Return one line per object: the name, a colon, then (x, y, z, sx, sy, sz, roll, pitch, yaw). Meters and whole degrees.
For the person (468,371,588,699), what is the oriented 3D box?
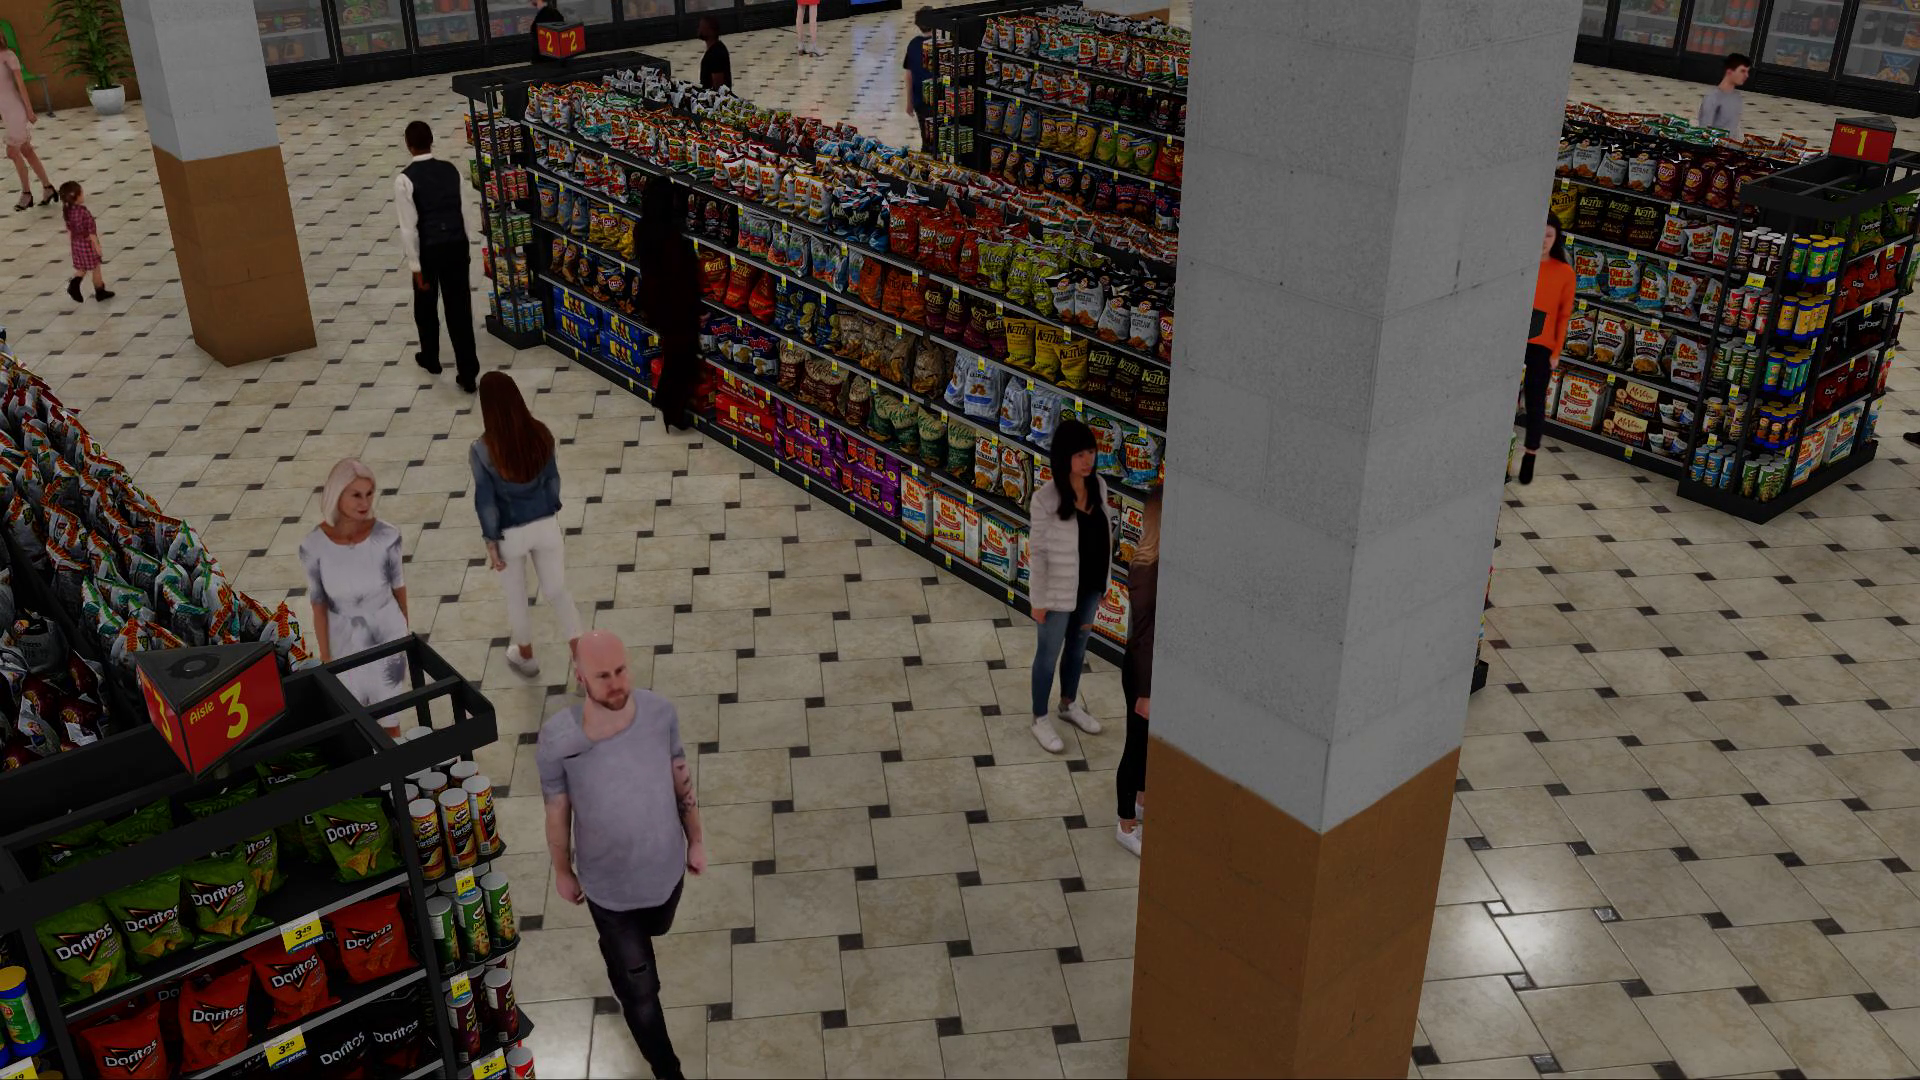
person: (-2.060, 0.006, 8.067, 0.666, 1.684, 1.040, -18, 32, -32)

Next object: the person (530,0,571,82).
person: (-4.223, -4.904, 17.629, 1.203, 1.793, 1.126, 3, 27, 6)

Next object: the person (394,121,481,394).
person: (-3.618, -1.958, 11.713, 0.763, 1.889, 1.044, -16, 31, -29)

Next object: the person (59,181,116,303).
person: (-7.187, -2.416, 13.585, 0.637, 1.013, 0.643, 10, 29, 19)

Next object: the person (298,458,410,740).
person: (-2.586, 0.425, 7.200, 0.734, 1.721, 1.021, -11, 29, -21)

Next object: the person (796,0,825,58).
person: (-2.118, -7.628, 22.961, 0.518, 1.828, 0.692, 19, 32, 32)

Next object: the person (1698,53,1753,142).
person: (6.394, -3.269, 14.356, 0.656, 1.837, 0.687, -19, 32, -32)

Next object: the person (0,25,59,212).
person: (-9.054, -4.122, 16.066, 0.792, 1.811, 0.791, 15, 30, 27)

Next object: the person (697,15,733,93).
person: (-2.328, -4.152, 16.116, 0.821, 1.819, 0.706, -5, 27, -9)

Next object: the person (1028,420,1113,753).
person: (0.503, 0.197, 7.743, 0.611, 1.636, 0.524, -21, 33, -35)

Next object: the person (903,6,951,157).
person: (-0.333, -4.191, 16.166, 0.980, 1.844, 0.856, 23, 35, 38)

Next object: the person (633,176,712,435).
person: (-1.925, -1.529, 11.080, 0.817, 1.697, 0.675, -14, 30, -26)

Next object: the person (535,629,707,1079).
person: (-1.179, 1.091, 5.794, 0.715, 1.805, 1.182, -19, 32, -32)
